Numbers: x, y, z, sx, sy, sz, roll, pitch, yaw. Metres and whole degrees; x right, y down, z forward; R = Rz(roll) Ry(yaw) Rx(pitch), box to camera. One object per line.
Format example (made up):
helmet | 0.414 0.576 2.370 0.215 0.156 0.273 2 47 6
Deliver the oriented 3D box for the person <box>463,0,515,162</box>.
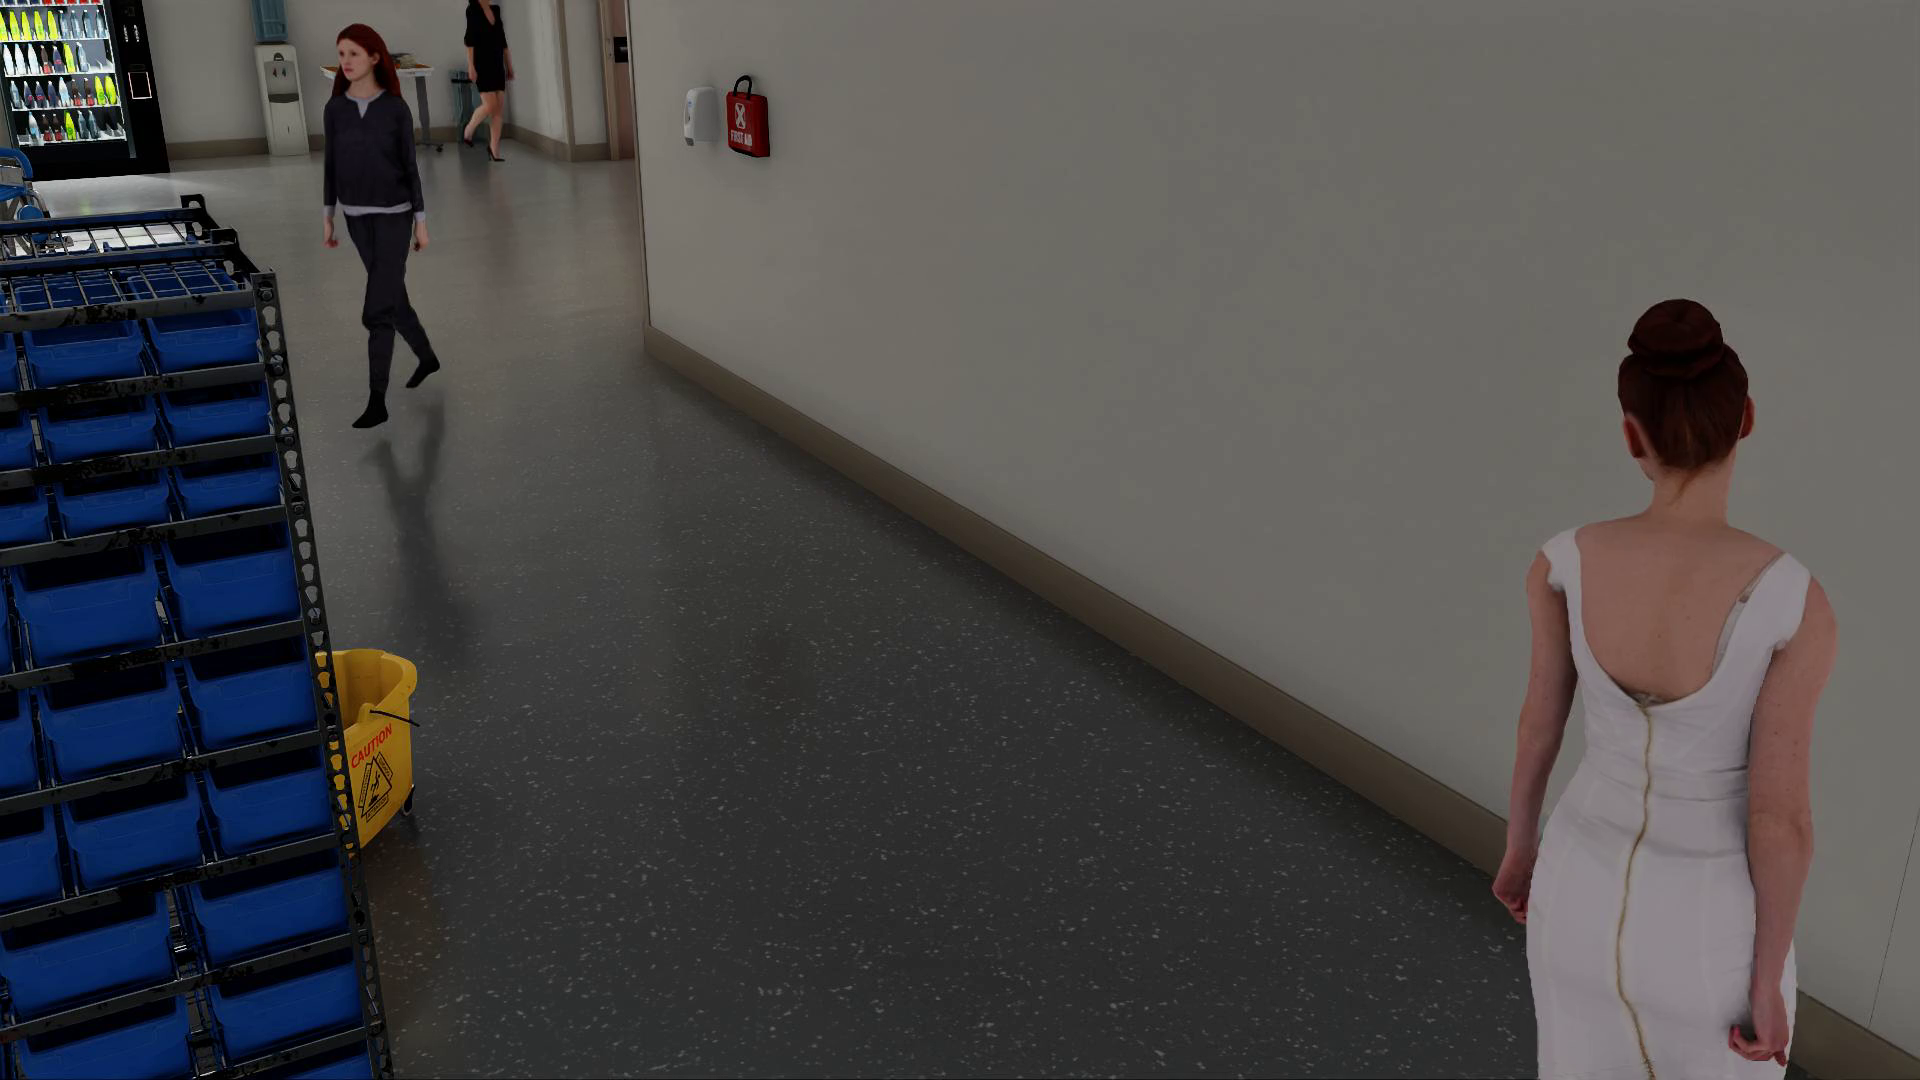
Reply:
person | -4.462 -4.359 15.464 0.879 1.681 0.830 9 23 23

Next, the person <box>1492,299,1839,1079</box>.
person | 0.935 0.585 2.286 0.670 1.769 0.718 -13 24 -31

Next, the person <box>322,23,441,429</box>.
person | -2.650 -1.445 7.697 1.101 1.732 1.157 5 21 14
